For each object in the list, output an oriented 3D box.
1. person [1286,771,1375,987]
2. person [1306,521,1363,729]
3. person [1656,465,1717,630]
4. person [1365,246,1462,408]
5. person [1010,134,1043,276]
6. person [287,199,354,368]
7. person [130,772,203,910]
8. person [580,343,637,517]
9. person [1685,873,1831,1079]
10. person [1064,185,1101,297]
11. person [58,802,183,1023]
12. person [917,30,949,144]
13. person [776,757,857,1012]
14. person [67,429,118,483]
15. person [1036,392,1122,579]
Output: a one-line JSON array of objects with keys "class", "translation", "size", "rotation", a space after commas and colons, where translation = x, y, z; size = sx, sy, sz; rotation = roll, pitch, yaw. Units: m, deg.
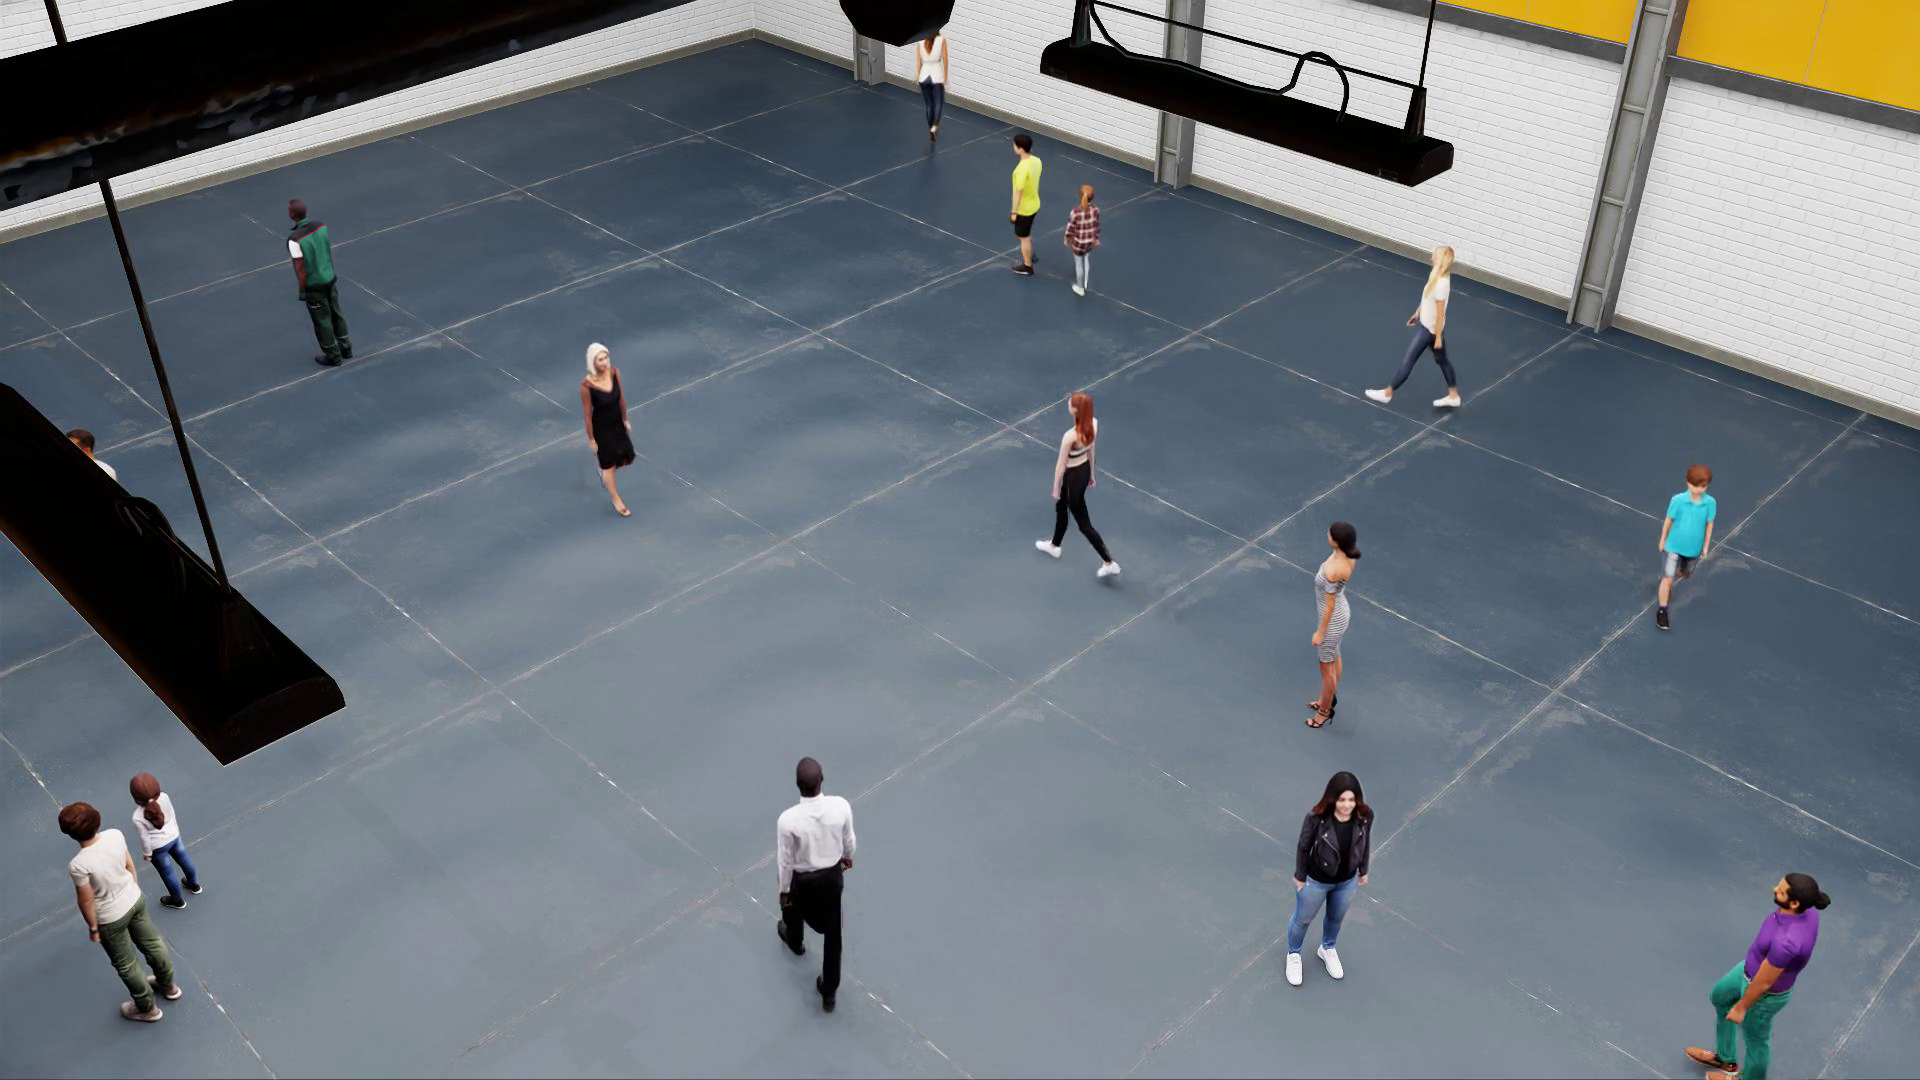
[{"class": "person", "translation": [2.311, 2.104, 10.425], "size": [0.720, 1.634, 0.749], "rotation": [-5, 34, -8]}, {"class": "person", "translation": [2.804, 0.629, 12.474], "size": [0.641, 1.822, 0.658], "rotation": [13, 36, 19]}, {"class": "person", "translation": [5.996, -0.013, 13.791], "size": [0.902, 1.432, 0.906], "rotation": [4, 34, 6]}, {"class": "person", "translation": [4.802, -2.077, 16.601], "size": [1.253, 1.759, 0.970], "rotation": [10, 35, 15]}, {"class": "person", "translation": [0.851, -3.900, 19.401], "size": [0.738, 1.696, 0.738], "rotation": [15, 37, 22]}, {"class": "person", "translation": [-6.751, -2.709, 17.481], "size": [0.732, 1.837, 0.767], "rotation": [13, 36, 19]}, {"class": "person", "translation": [-5.315, 1.985, 11.077], "size": [0.543, 1.110, 0.504], "rotation": [15, 36, 21]}, {"class": "person", "translation": [-3.231, -1.026, 15.040], "size": [0.747, 1.736, 0.630], "rotation": [26, 42, 33]}, {"class": "person", "translation": [4.720, 2.607, 9.555], "size": [0.761, 1.760, 0.738], "rotation": [18, 38, 25]}, {"class": "person", "translation": [1.438, -3.406, 19.020], "size": [0.626, 1.295, 0.645], "rotation": [-13, 36, -19]}, {"class": "person", "translation": [-5.148, 2.263, 10.169], "size": [0.653, 1.652, 0.639], "rotation": [10, 35, 15]}, {"class": "person", "translation": [-0.395, -6.348, 23.018], "size": [0.932, 1.768, 0.949], "rotation": [4, 34, 6]}, {"class": "person", "translation": [-0.858, 2.154, 10.187], "size": [0.953, 1.812, 1.143], "rotation": [-12, 35, -17]}, {"class": "person", "translation": [-6.966, -0.119, 13.609], "size": [0.604, 1.812, 0.780], "rotation": [16, 37, 22]}, {"class": "person", "translation": [1.064, -0.439, 14.184], "size": [1.172, 1.707, 0.649], "rotation": [25, 41, 32]}]
